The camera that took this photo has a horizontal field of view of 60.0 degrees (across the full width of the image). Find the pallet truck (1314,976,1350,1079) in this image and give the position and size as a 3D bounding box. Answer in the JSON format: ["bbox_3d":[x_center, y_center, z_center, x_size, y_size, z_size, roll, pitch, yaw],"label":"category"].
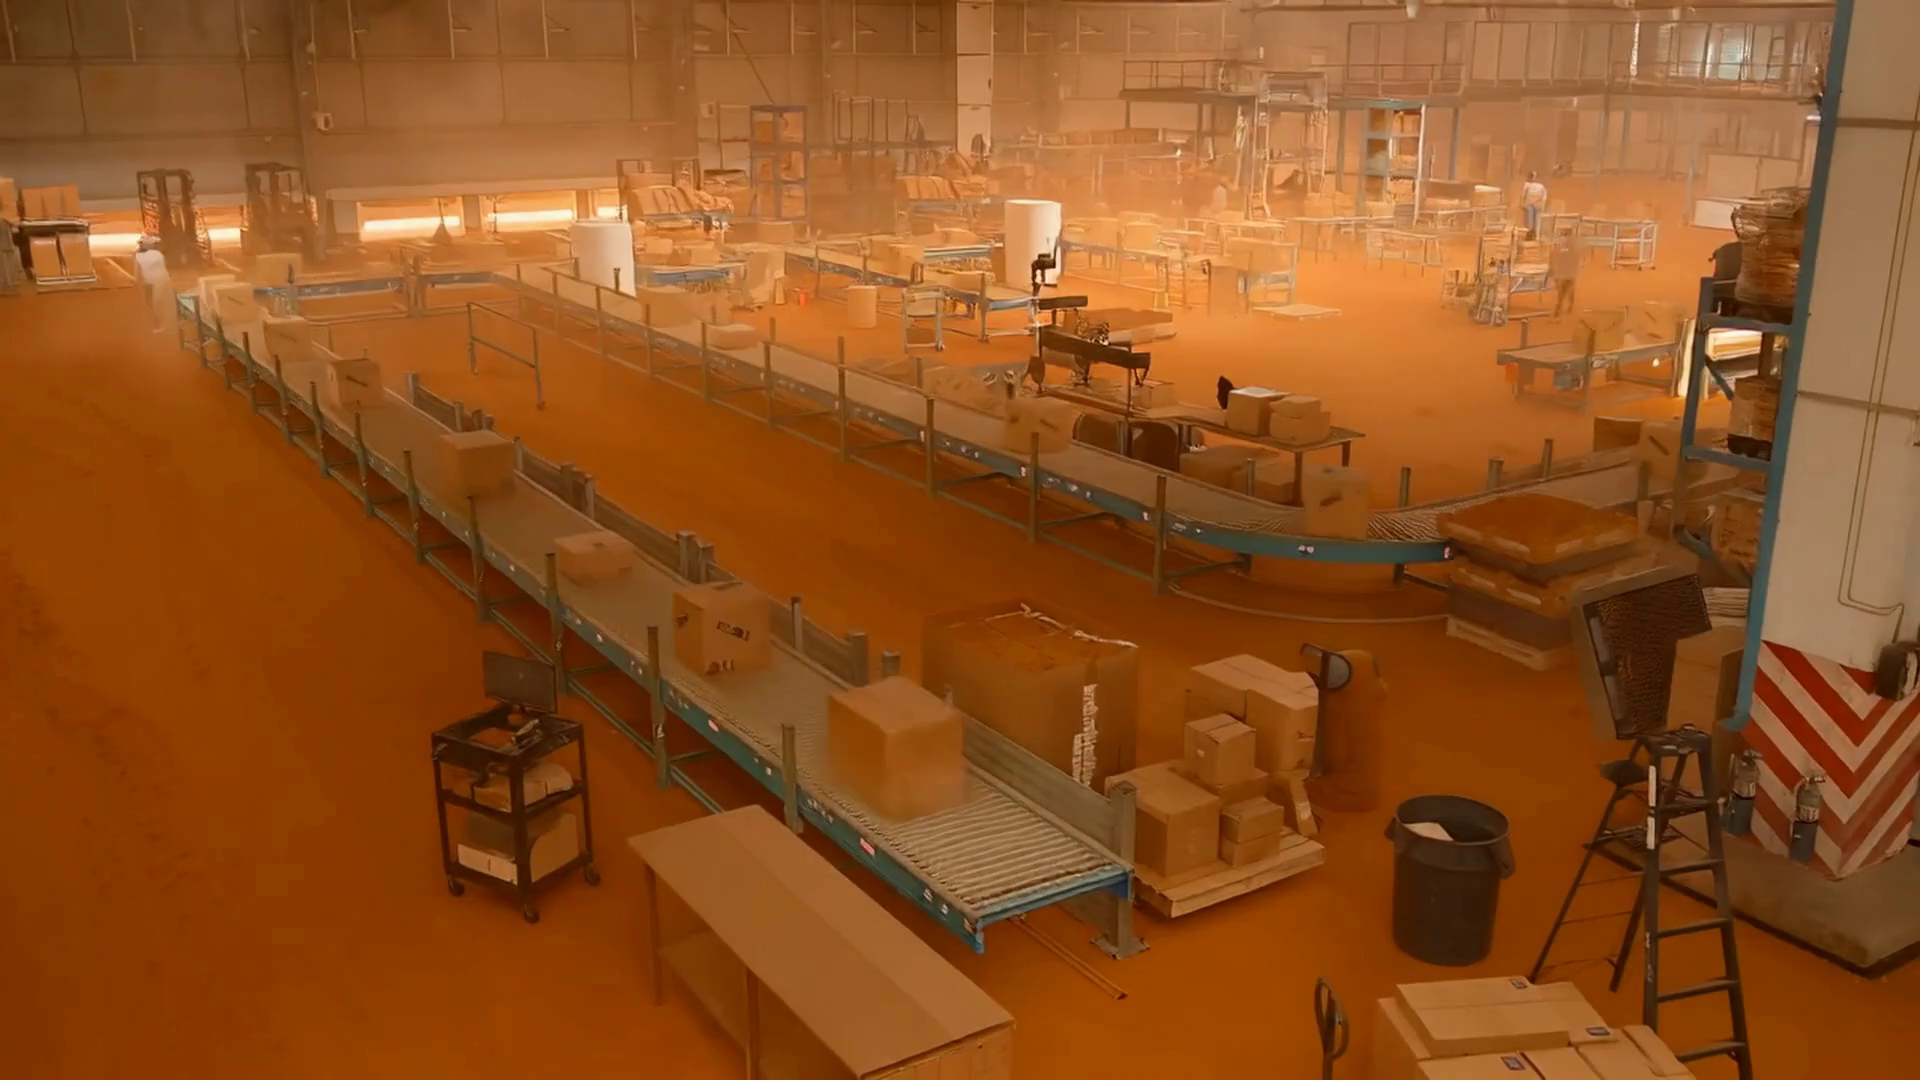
[{"bbox_3d":[2.299,2.390,7.086,1.601,1.201,0.680,-2,17,-7],"label":"pallet truck"}]

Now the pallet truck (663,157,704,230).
[{"bbox_3d":[-7.586,-9.308,44.692,0.823,1.965,1.885,-11,20,-33],"label":"pallet truck"}]

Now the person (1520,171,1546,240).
[{"bbox_3d":[14.305,-8.287,41.577,0.590,1.833,0.403,7,18,23],"label":"person"}]

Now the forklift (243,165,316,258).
[{"bbox_3d":[-15.898,-7.669,38.708,1.157,1.987,2.680,-11,20,-33],"label":"forklift"}]

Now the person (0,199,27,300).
[{"bbox_3d":[-18.879,-5.736,32.810,0.612,1.995,0.376,7,18,23],"label":"person"}]

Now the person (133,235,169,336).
[{"bbox_3d":[-14.072,-4.416,28.852,0.560,1.730,0.734,1,17,4],"label":"person"}]

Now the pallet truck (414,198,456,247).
[{"bbox_3d":[-13.250,-8.060,41.856,0.680,1.201,1.601,-10,20,-31],"label":"pallet truck"}]

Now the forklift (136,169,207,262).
[{"bbox_3d":[-17.842,-7.318,37.559,1.157,1.987,2.680,-10,20,-31],"label":"forklift"}]

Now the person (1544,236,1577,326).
[{"bbox_3d":[10.857,-4.687,30.013,0.860,1.592,0.505,-15,22,-40],"label":"person"}]

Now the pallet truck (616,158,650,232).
[{"bbox_3d":[-8.918,-9.176,44.255,0.823,1.965,1.885,-9,19,-27],"label":"pallet truck"}]

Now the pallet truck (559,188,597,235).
[{"bbox_3d":[-10.010,-8.652,43.699,0.653,1.274,1.630,-10,20,-31],"label":"pallet truck"}]

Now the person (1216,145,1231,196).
[{"bbox_3d":[8.534,-11.918,53.845,0.441,1.719,0.520,-8,19,-25],"label":"person"}]

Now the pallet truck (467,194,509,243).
[{"bbox_3d":[-11.983,-8.177,42.137,0.704,1.261,1.522,-11,20,-33],"label":"pallet truck"}]

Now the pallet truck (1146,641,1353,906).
[{"bbox_3d":[1.664,1.407,10.232,1.630,1.274,0.653,-10,20,-31],"label":"pallet truck"}]

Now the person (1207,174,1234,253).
[{"bbox_3d":[6.168,-7.805,39.852,0.831,1.907,0.538,-1,17,-3],"label":"person"}]
